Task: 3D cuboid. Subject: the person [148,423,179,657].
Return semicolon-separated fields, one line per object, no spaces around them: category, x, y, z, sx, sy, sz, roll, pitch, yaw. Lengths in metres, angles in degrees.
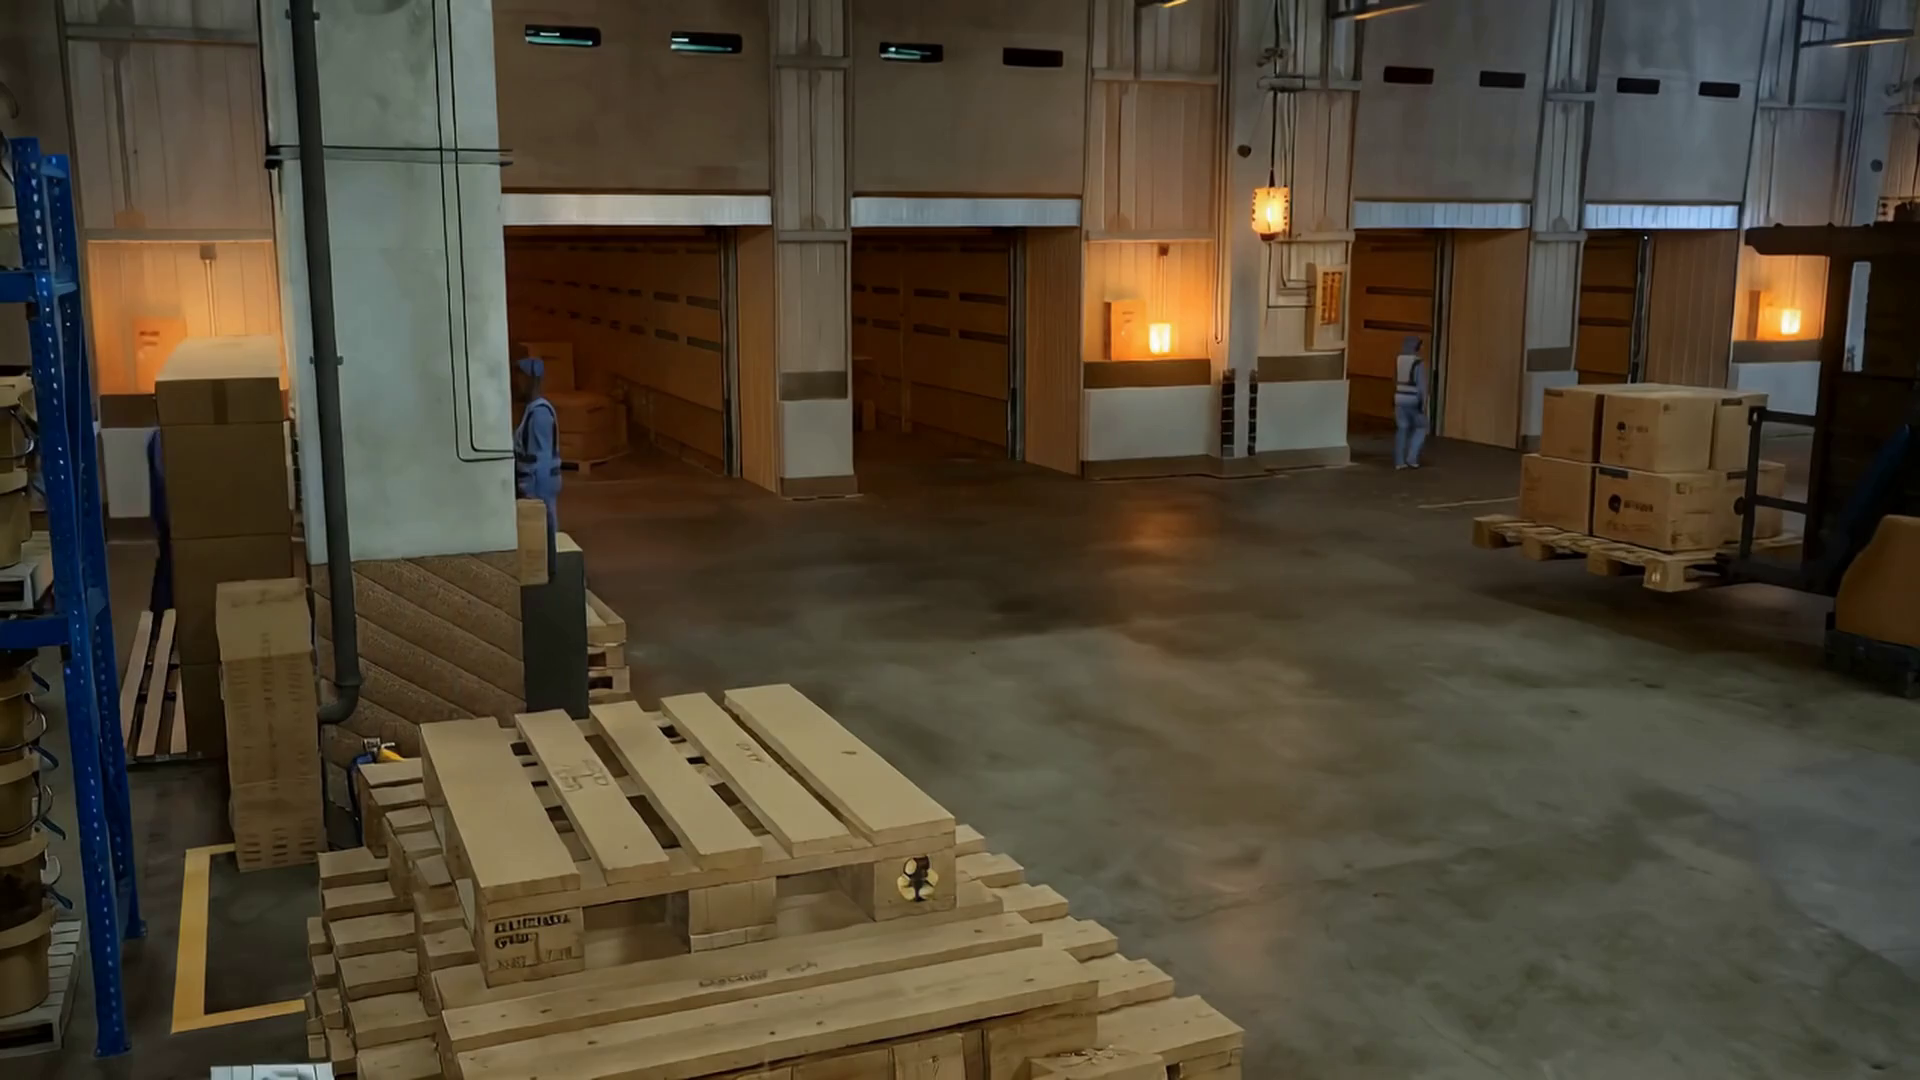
person;-5.026;-0.158;10.976;0.816;1.813;0.538;-10;14;-43

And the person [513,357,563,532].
person;-3.049;-0.373;11.995;0.355;1.882;0.576;-3;11;-18

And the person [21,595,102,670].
person;-5.726;0.062;10.067;0.507;1.696;0.897;5;11;26

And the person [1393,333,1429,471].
person;5.277;-1.603;19.494;0.375;1.625;0.516;-6;12;-31

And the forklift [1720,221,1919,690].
forklift;5.949;-0.550;10.218;1.129;2.768;1.873;-4;11;-23
